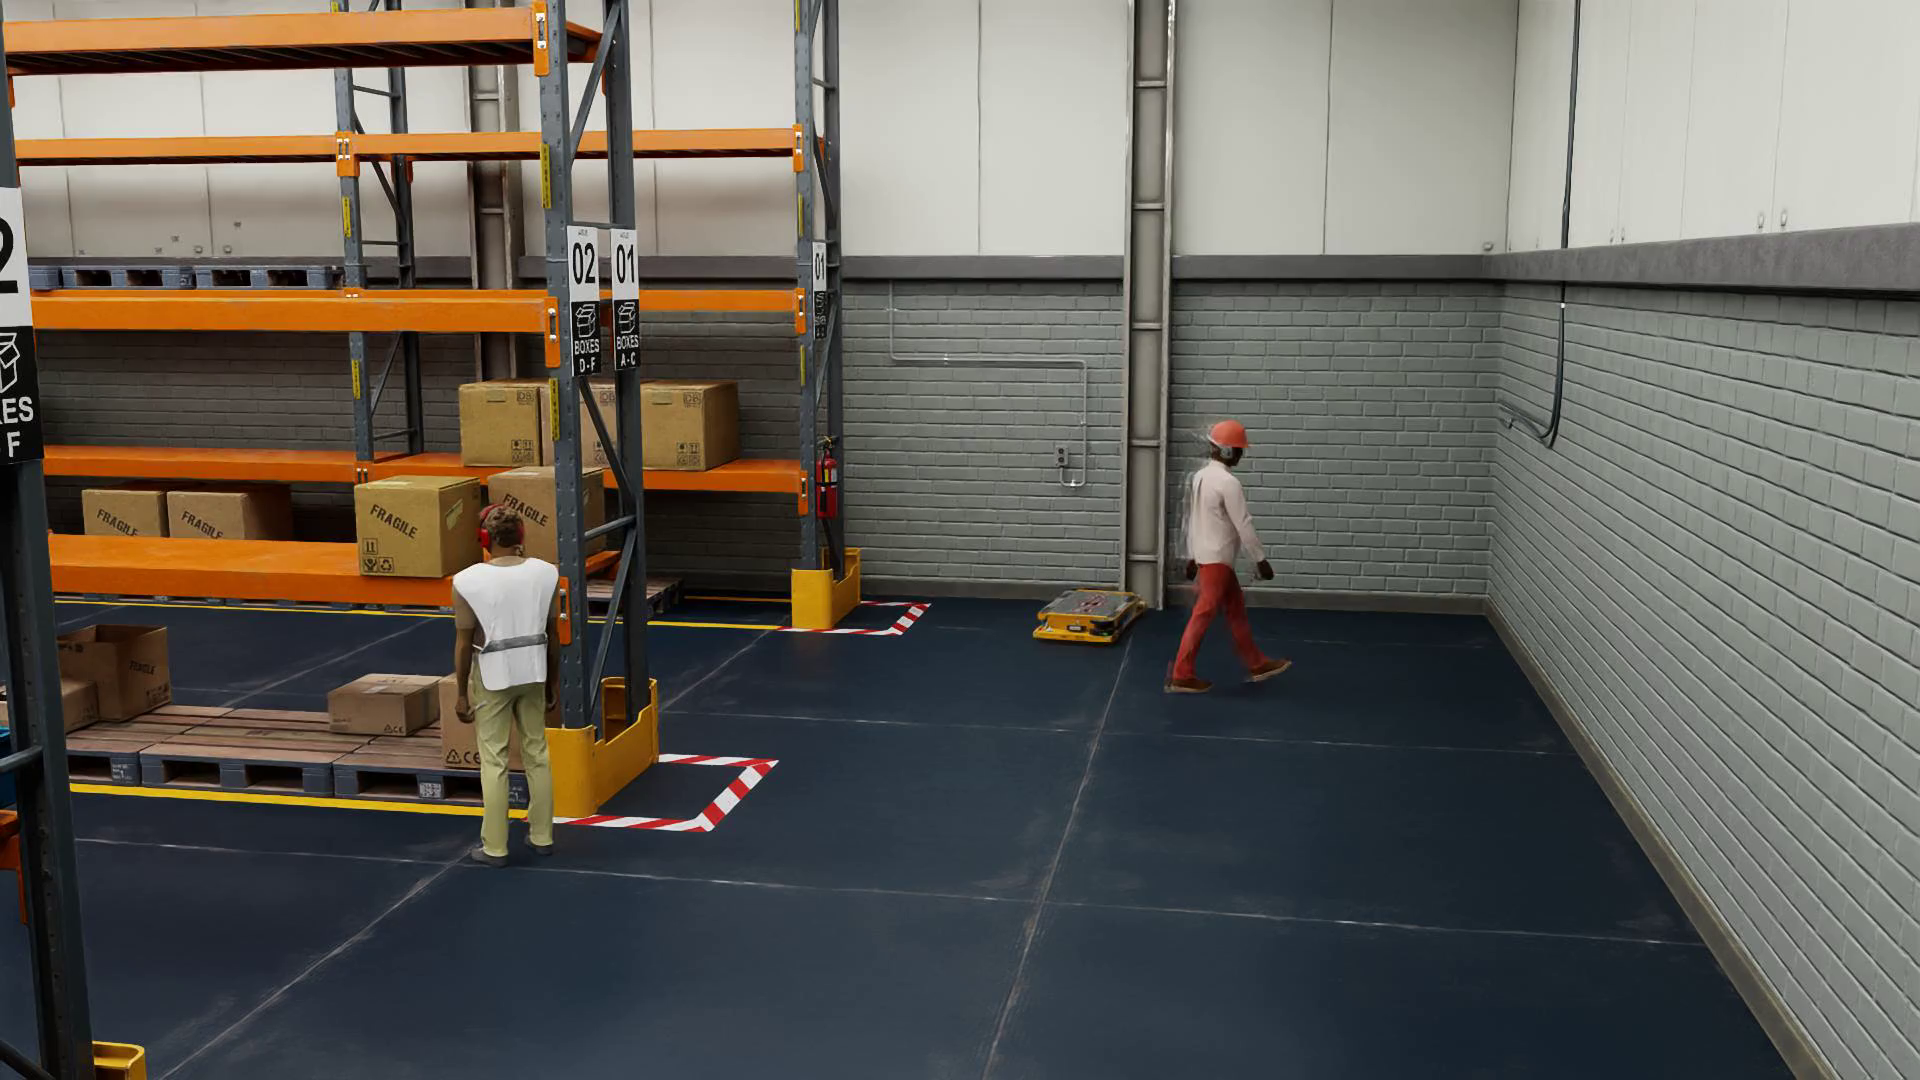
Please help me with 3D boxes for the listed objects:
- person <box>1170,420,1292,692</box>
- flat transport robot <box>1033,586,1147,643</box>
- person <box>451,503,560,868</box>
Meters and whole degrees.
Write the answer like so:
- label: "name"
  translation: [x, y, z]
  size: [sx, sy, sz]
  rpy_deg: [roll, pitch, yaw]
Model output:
- label: "person"
  translation: [1.957, 0.126, 11.824]
  size: [1.027, 1.933, 0.609]
  rpy_deg: [-1, 9, -8]
- label: "flat transport robot"
  translation: [1.111, 0.614, 13.950]
  size: [0.652, 0.197, 1.431]
  rpy_deg: [3, 10, 18]
- label: "person"
  translation: [-2.265, 0.734, 8.371]
  size: [0.560, 1.838, 0.388]
  rpy_deg: [-8, 12, -39]
